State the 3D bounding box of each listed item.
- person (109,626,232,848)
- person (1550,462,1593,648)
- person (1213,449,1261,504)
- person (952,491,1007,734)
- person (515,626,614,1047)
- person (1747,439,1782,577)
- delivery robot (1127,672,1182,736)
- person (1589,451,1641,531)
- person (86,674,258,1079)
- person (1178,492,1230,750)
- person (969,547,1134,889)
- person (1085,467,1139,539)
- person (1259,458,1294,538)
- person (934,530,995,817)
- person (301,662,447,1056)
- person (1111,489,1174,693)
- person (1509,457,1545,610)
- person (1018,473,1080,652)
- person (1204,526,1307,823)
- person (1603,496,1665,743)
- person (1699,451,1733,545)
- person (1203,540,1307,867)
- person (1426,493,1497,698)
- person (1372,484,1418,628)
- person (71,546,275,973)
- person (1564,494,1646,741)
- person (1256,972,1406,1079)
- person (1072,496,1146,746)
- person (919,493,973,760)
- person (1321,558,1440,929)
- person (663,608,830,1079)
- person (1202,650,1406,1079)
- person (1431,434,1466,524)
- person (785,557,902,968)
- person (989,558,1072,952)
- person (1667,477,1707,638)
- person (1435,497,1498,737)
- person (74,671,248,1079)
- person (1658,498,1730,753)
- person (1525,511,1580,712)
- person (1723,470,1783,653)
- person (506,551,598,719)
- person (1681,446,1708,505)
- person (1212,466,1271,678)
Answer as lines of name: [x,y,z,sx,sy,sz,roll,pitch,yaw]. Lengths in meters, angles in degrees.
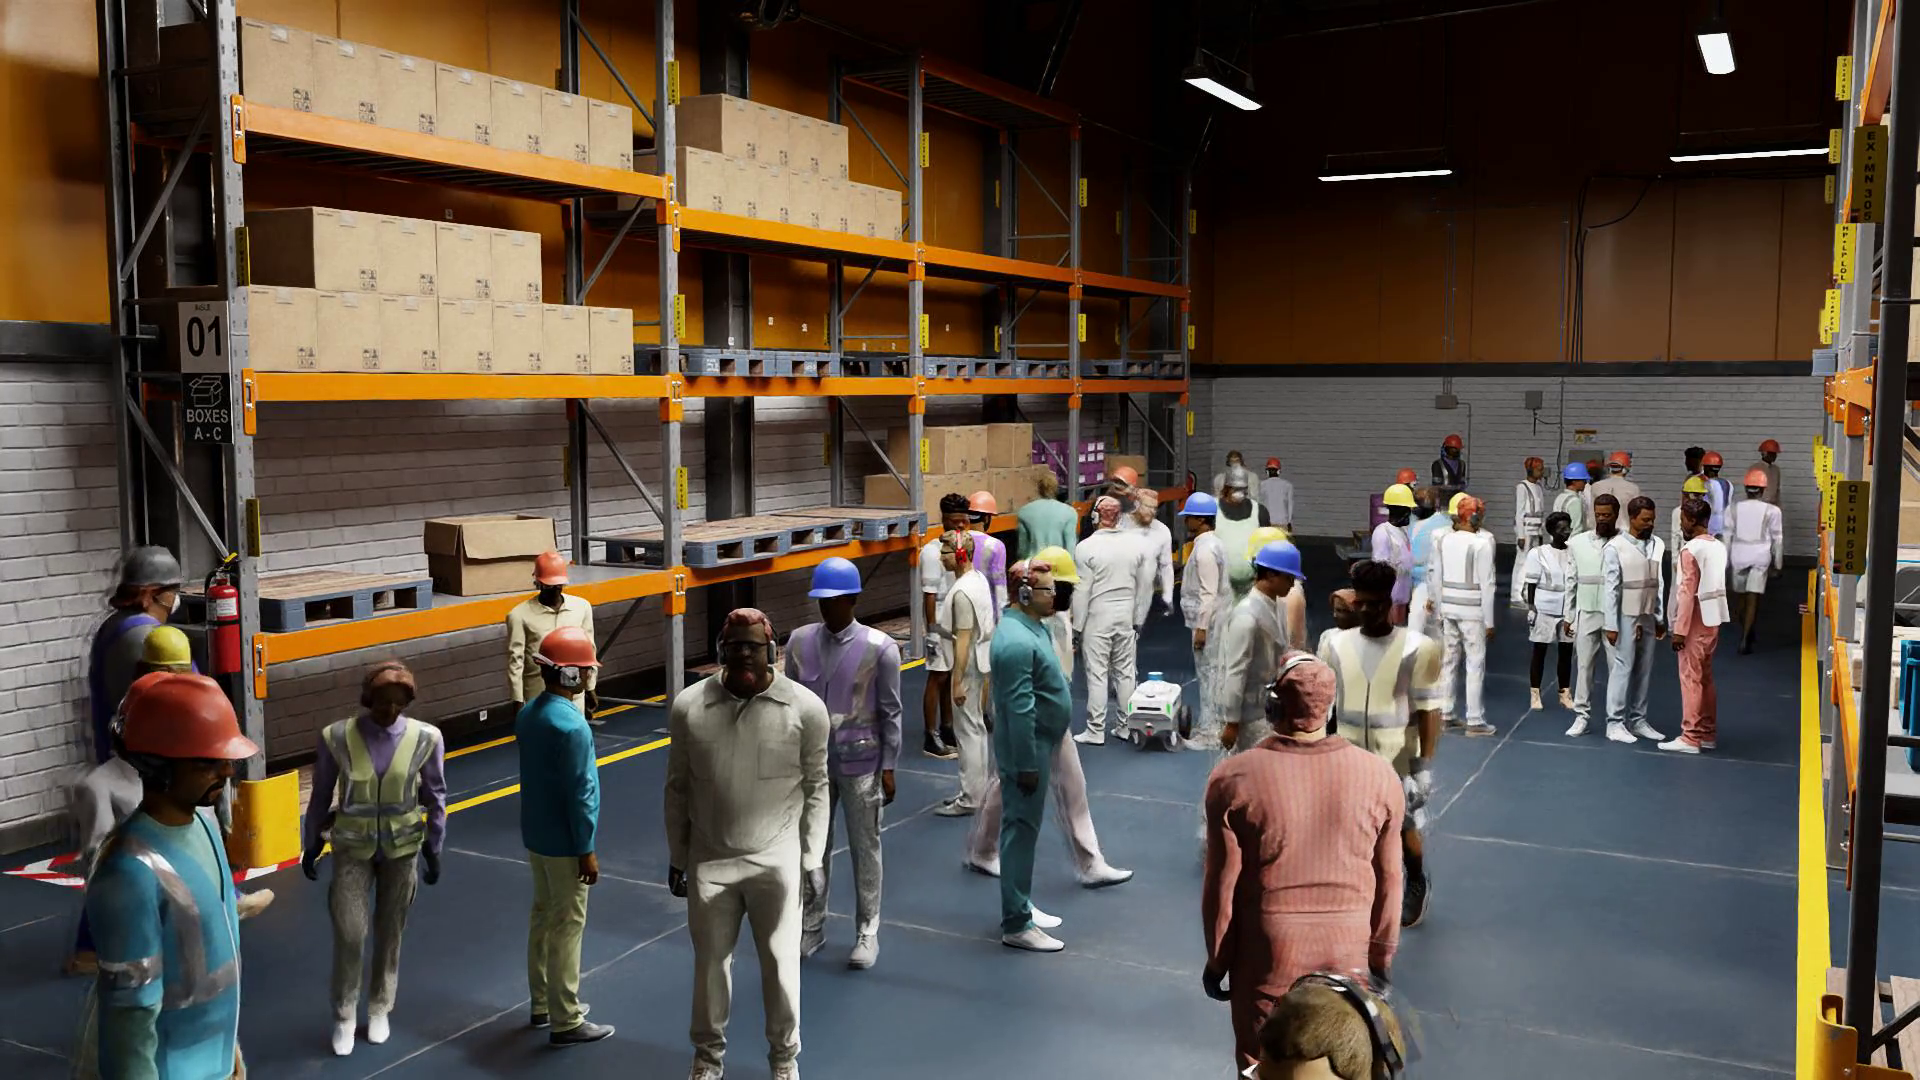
person: [-3.348,1.230,7.067,0.402,1.735,0.500,5,7,44]
person: [6.427,0.152,17.529,0.403,1.948,0.605,0,5,3]
person: [3.722,-0.275,22.405,0.638,1.911,0.942,1,5,7]
person: [0.136,0.577,13.116,0.550,1.924,0.386,3,6,28]
person: [-1.659,1.231,7.014,0.350,1.743,0.563,-4,7,-35]
person: [11.521,-0.450,23.819,0.615,1.986,0.410,-2,6,-23]
delivery robot: [1.483,1.248,12.655,0.477,0.478,0.707,1,5,14]
person: [7.691,-0.049,19.517,0.616,1.986,0.407,5,7,43]
person: [-1.990,1.348,4.273,0.420,2.031,0.604,-1,5,-9]
person: [1.841,0.611,12.587,0.395,1.949,0.602,1,5,11]
person: [0.451,0.970,9.119,0.983,1.879,0.603,4,6,34]
person: [1.555,0.229,16.887,0.695,1.926,1.001,2,6,22]
person: [4.356,-0.270,23.134,0.564,1.747,0.339,0,5,-2]
person: [0.051,0.849,10.650,0.394,1.836,0.560,1,5,8]
person: [-2.405,1.303,6.863,0.562,1.613,0.499,-2,6,-22]
person: [1.529,0.479,14.539,0.659,1.847,0.826,-2,6,-20]
person: [6.986,-0.081,20.425,0.341,1.876,0.578,5,7,43]
person: [0.893,0.285,16.439,0.643,1.892,0.987,2,6,21]
person: [2.022,0.848,10.361,0.904,1.889,0.587,-1,5,-12]
person: [5.201,0.608,12.865,0.599,1.909,0.398,-3,6,-29]
person: [9.297,-0.130,20.627,0.545,1.938,0.360,-3,6,-26]
person: [1.756,0.953,9.190,0.916,1.891,0.599,2,6,22]
person: [4.394,0.491,14.616,0.594,1.823,0.417,4,6,34]
person: [3.664,0.489,14.018,0.374,1.925,0.595,3,6,32]
person: [-3.825,0.992,7.998,1.022,2.000,0.696,-5,7,-43]
person: [5.011,0.594,12.939,0.599,1.917,0.377,3,6,32]
person: [0.502,1.581,2.490,1.020,1.881,0.648,-4,7,-37]
person: [1.108,0.617,12.751,0.638,1.910,0.407,-3,6,-31]
person: [-0.078,0.627,12.349,0.371,1.960,0.609,3,6,29]
person: [2.059,1.039,8.124,0.607,1.935,0.962,3,6,30]
person: [-0.821,1.208,6.370,0.639,1.913,0.409,0,5,1]
person: [1.083,1.305,5.327,0.641,1.913,0.407,0,5,-3]
person: [7.278,-0.552,24.692,0.604,2.034,0.418,-3,6,-28]
person: [-0.575,1.047,7.901,0.602,1.949,0.395,2,6,19]
person: [0.349,1.040,8.206,0.408,1.908,0.644,0,5,3]
person: [7.905,0.199,17.996,0.525,1.769,0.327,-3,6,-26]
person: [3.992,0.599,13.099,0.366,1.879,0.592,-3,6,-29]
person: [-2.983,1.331,6.185,0.907,1.702,0.578,3,6,33]
person: [5.560,0.641,12.511,0.402,1.907,0.597,5,7,44]
person: [5.030,0.600,14.030,0.539,1.700,0.317,0,5,-3]
person: [8.199,0.214,17.235,0.561,1.889,0.997,4,6,35]
person: [-2.517,0.927,10.331,0.571,1.737,0.353,-4,6,-35]
person: [9.610,-0.244,21.714,0.374,1.963,0.607,0,5,0]
person: [2.610,0.287,15.584,0.706,2.000,0.975,0,5,-4]
